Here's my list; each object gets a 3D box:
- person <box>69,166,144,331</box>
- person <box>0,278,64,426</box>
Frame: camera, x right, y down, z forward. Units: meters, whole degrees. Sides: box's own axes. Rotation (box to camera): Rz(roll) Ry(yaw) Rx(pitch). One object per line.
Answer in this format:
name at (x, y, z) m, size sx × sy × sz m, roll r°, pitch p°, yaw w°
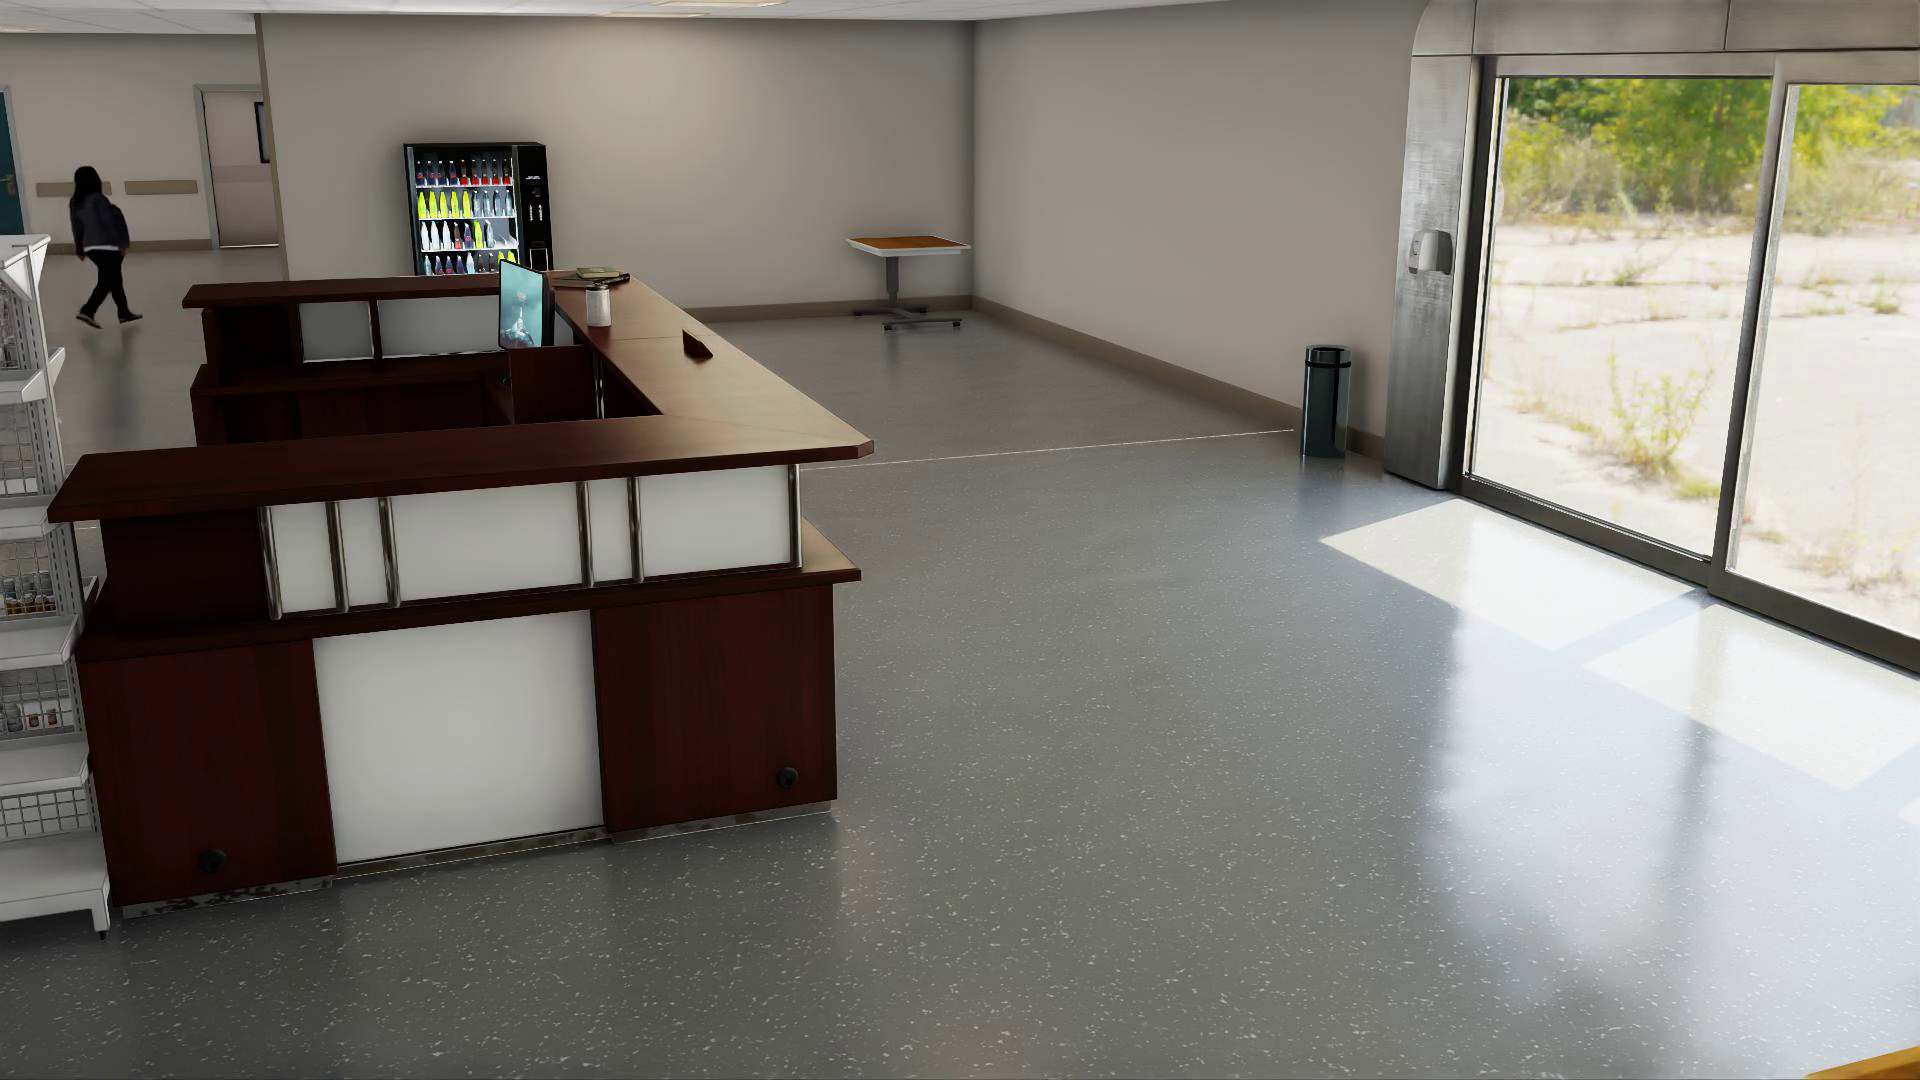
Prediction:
person at (-8.513, -2.864, 16.403) m, size 1.030 × 1.577 × 1.136 m, roll 10°, pitch 18°, yaw 30°
person at (-6.786, -1.380, 11.714) m, size 0.869 × 1.257 × 0.597 m, roll -9°, pitch 18°, yaw -28°
